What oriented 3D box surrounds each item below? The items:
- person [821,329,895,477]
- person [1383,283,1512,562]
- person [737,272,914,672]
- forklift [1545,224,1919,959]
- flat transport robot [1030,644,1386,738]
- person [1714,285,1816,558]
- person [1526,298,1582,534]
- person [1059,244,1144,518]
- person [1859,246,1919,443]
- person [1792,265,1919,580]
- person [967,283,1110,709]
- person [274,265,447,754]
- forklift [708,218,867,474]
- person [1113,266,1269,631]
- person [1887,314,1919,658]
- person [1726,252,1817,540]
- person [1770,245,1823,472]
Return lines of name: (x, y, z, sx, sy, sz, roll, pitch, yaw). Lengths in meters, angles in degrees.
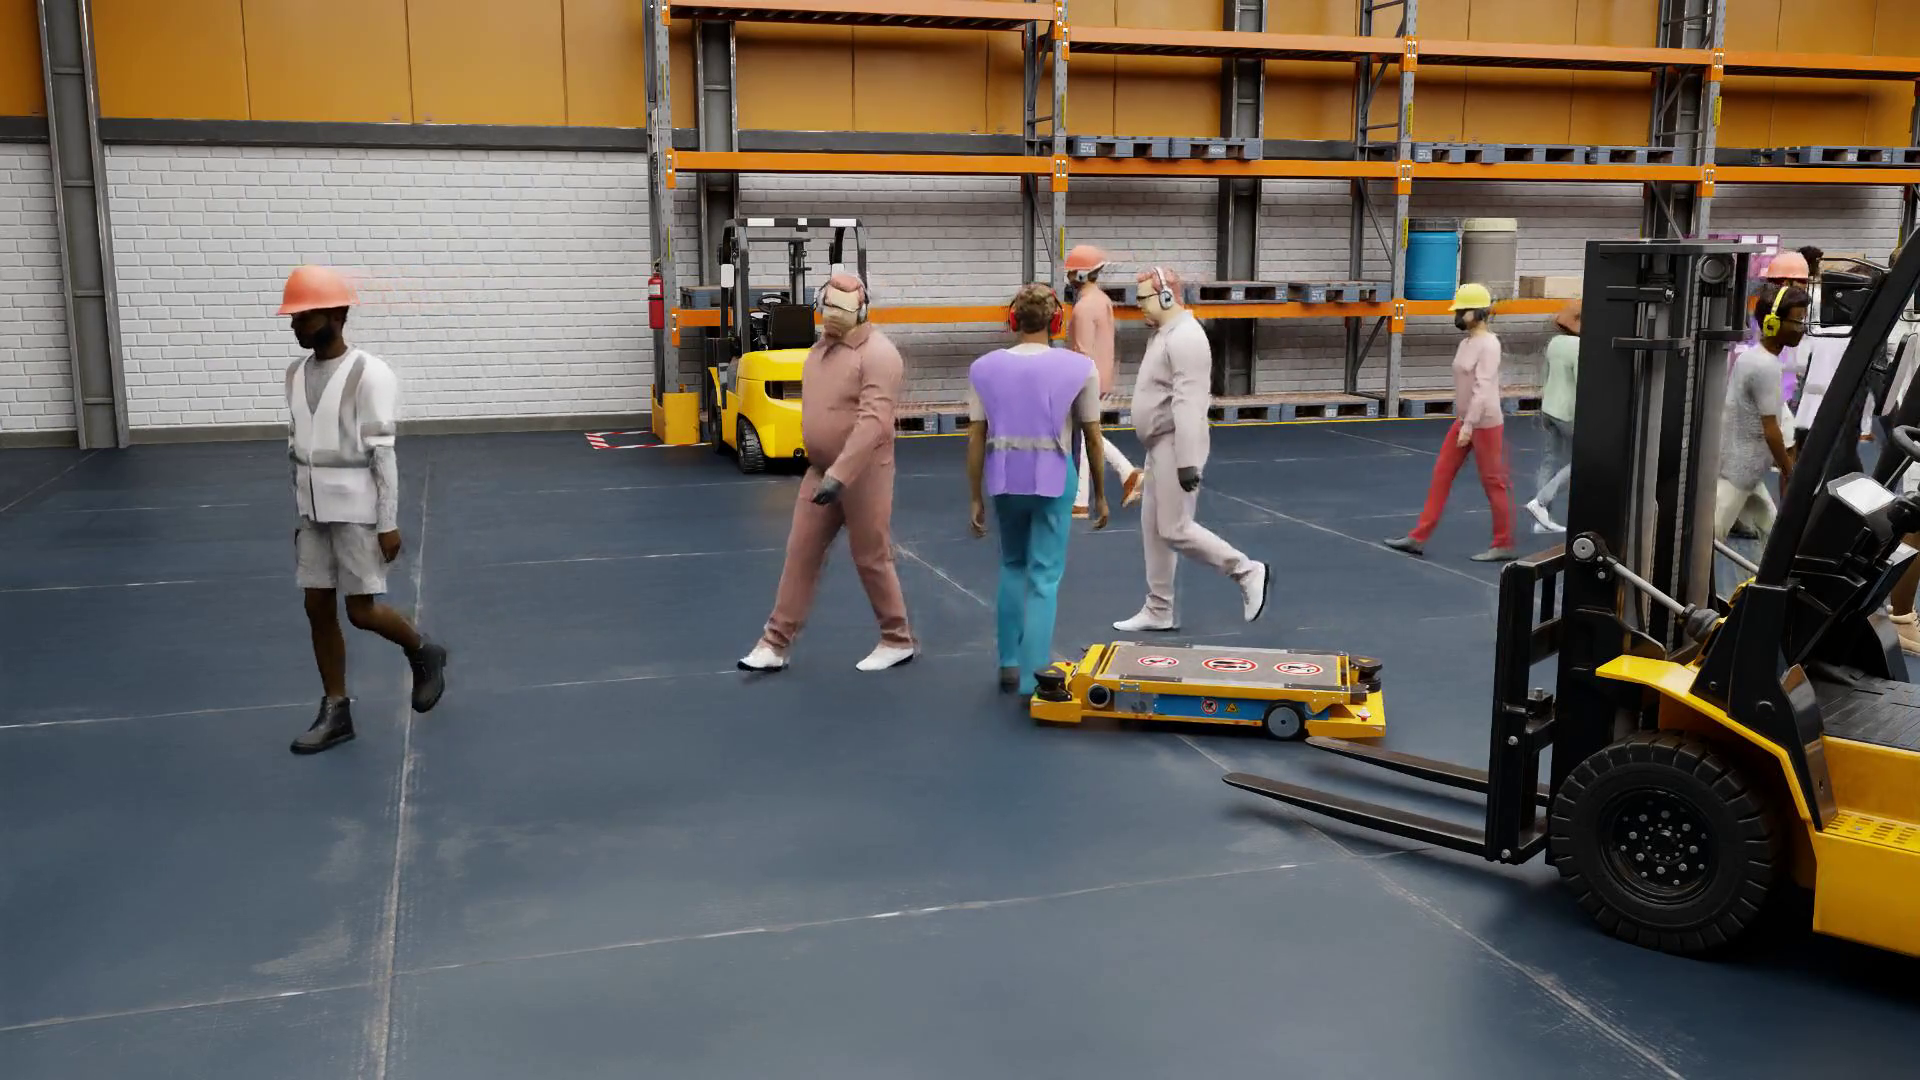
person: (-0.771, -1.052, 12.337, 0.540, 1.679, 0.625, 6, 12, 31)
person: (3.083, -0.708, 10.316, 0.845, 1.733, 0.527, -1, 10, -8)
person: (-0.574, -0.276, 7.595, 0.822, 1.862, 0.640, -10, 14, -44)
forklift: (2.909, 0.117, 4.508, 2.313, 2.155, 1.214, 9, 14, 40)
flat transport robot: (1.057, 0.617, 7.042, 1.431, 0.197, 0.652, 2, 11, 12)
person: (3.699, -0.276, 7.771, 1.061, 1.804, 0.488, 5, 12, 26)
person: (4.074, -0.822, 11.225, 0.382, 1.612, 0.575, -2, 11, -10)
person: (0.989, -1.128, 11.937, 0.617, 1.974, 0.625, 4, 11, 22)
person: (9.056, -1.879, 16.181, 0.362, 1.936, 0.627, -8, 13, -38)
person: (4.968, -0.592, 9.296, 0.975, 1.856, 0.610, 1, 10, 4)
person: (0.350, -0.199, 7.273, 0.582, 1.819, 0.666, 3, 11, 18)
person: (-2.425, -0.133, 6.646, 0.555, 1.917, 0.656, 5, 11, 26)
forklift: (-1.522, -1.778, 14.899, 1.214, 2.155, 2.313, -3, 11, -17)
person: (1.175, -0.441, 8.450, 0.706, 1.876, 0.682, 0, 10, -2)
person: (4.742, -0.446, 8.042, 0.391, 2.033, 0.605, 6, 12, 29)
person: (5.470, -0.929, 11.002, 0.814, 1.911, 0.566, 3, 11, 18)
person: (7.214, -1.552, 14.324, 0.440, 1.944, 0.614, -8, 13, -38)
